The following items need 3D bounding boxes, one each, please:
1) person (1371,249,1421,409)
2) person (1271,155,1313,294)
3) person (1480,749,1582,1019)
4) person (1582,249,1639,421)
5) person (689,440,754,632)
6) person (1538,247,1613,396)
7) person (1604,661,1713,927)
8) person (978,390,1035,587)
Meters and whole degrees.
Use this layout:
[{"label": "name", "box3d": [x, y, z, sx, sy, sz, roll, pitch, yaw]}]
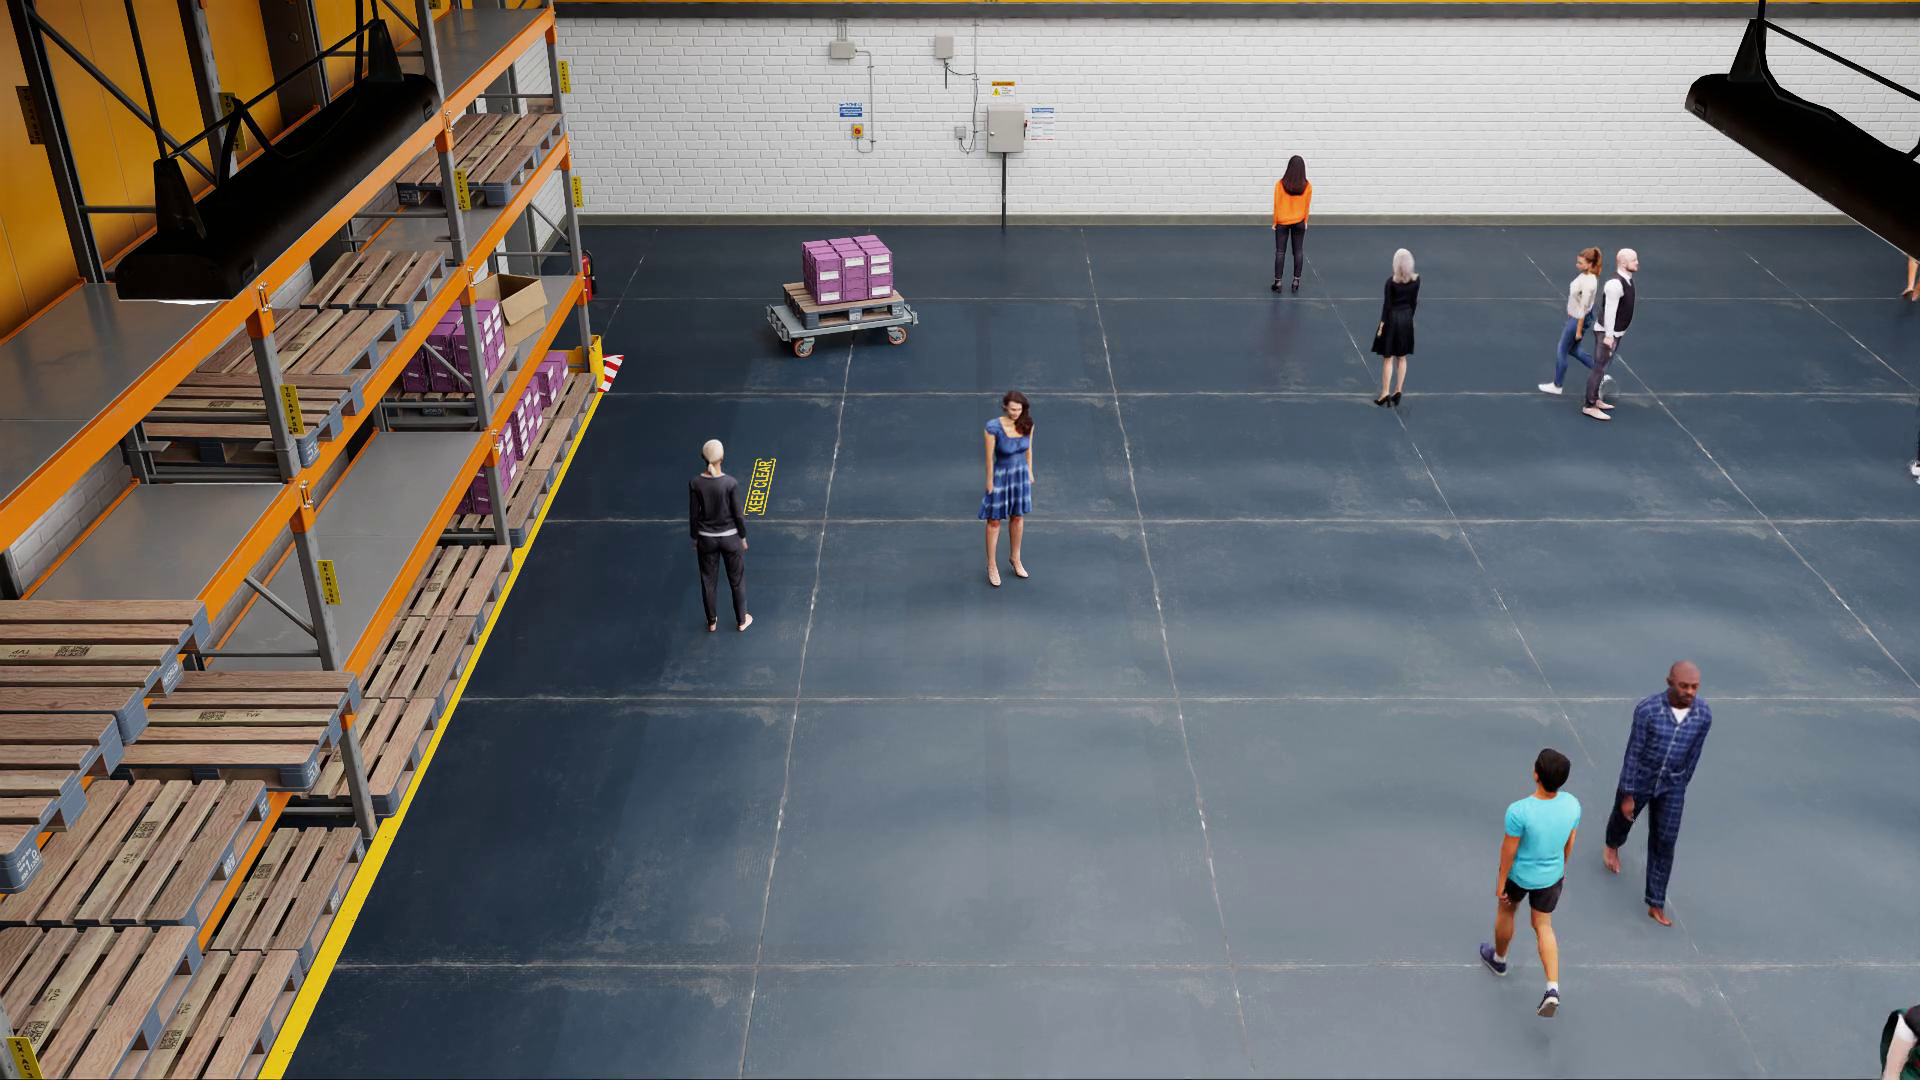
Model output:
[{"label": "person", "box3d": [4.660, -2.271, 17.778, 0.677, 1.747, 0.678, -10, 30, -18]}, {"label": "person", "box3d": [4.154, -3.976, 20.902, 0.607, 1.748, 0.532, -1, 29, -1]}, {"label": "person", "box3d": [3.440, 2.044, 9.856, 0.671, 1.757, 1.051, -3, 29, -5]}, {"label": "person", "box3d": [6.870, -2.199, 17.565, 0.846, 1.822, 0.732, 16, 33, 27]}, {"label": "person", "box3d": [-1.987, -0.037, 13.704, 0.611, 1.726, 0.504, 1, 29, 1]}, {"label": "person", "box3d": [6.760, -2.335, 17.934, 0.911, 1.709, 0.992, 13, 31, 22]}, {"label": "person", "box3d": [4.462, 1.523, 10.805, 0.757, 1.764, 1.190, 3, 29, 6]}, {"label": "person", "box3d": [0.424, -0.466, 14.406, 0.758, 1.807, 0.755, -15, 32, -25]}]
